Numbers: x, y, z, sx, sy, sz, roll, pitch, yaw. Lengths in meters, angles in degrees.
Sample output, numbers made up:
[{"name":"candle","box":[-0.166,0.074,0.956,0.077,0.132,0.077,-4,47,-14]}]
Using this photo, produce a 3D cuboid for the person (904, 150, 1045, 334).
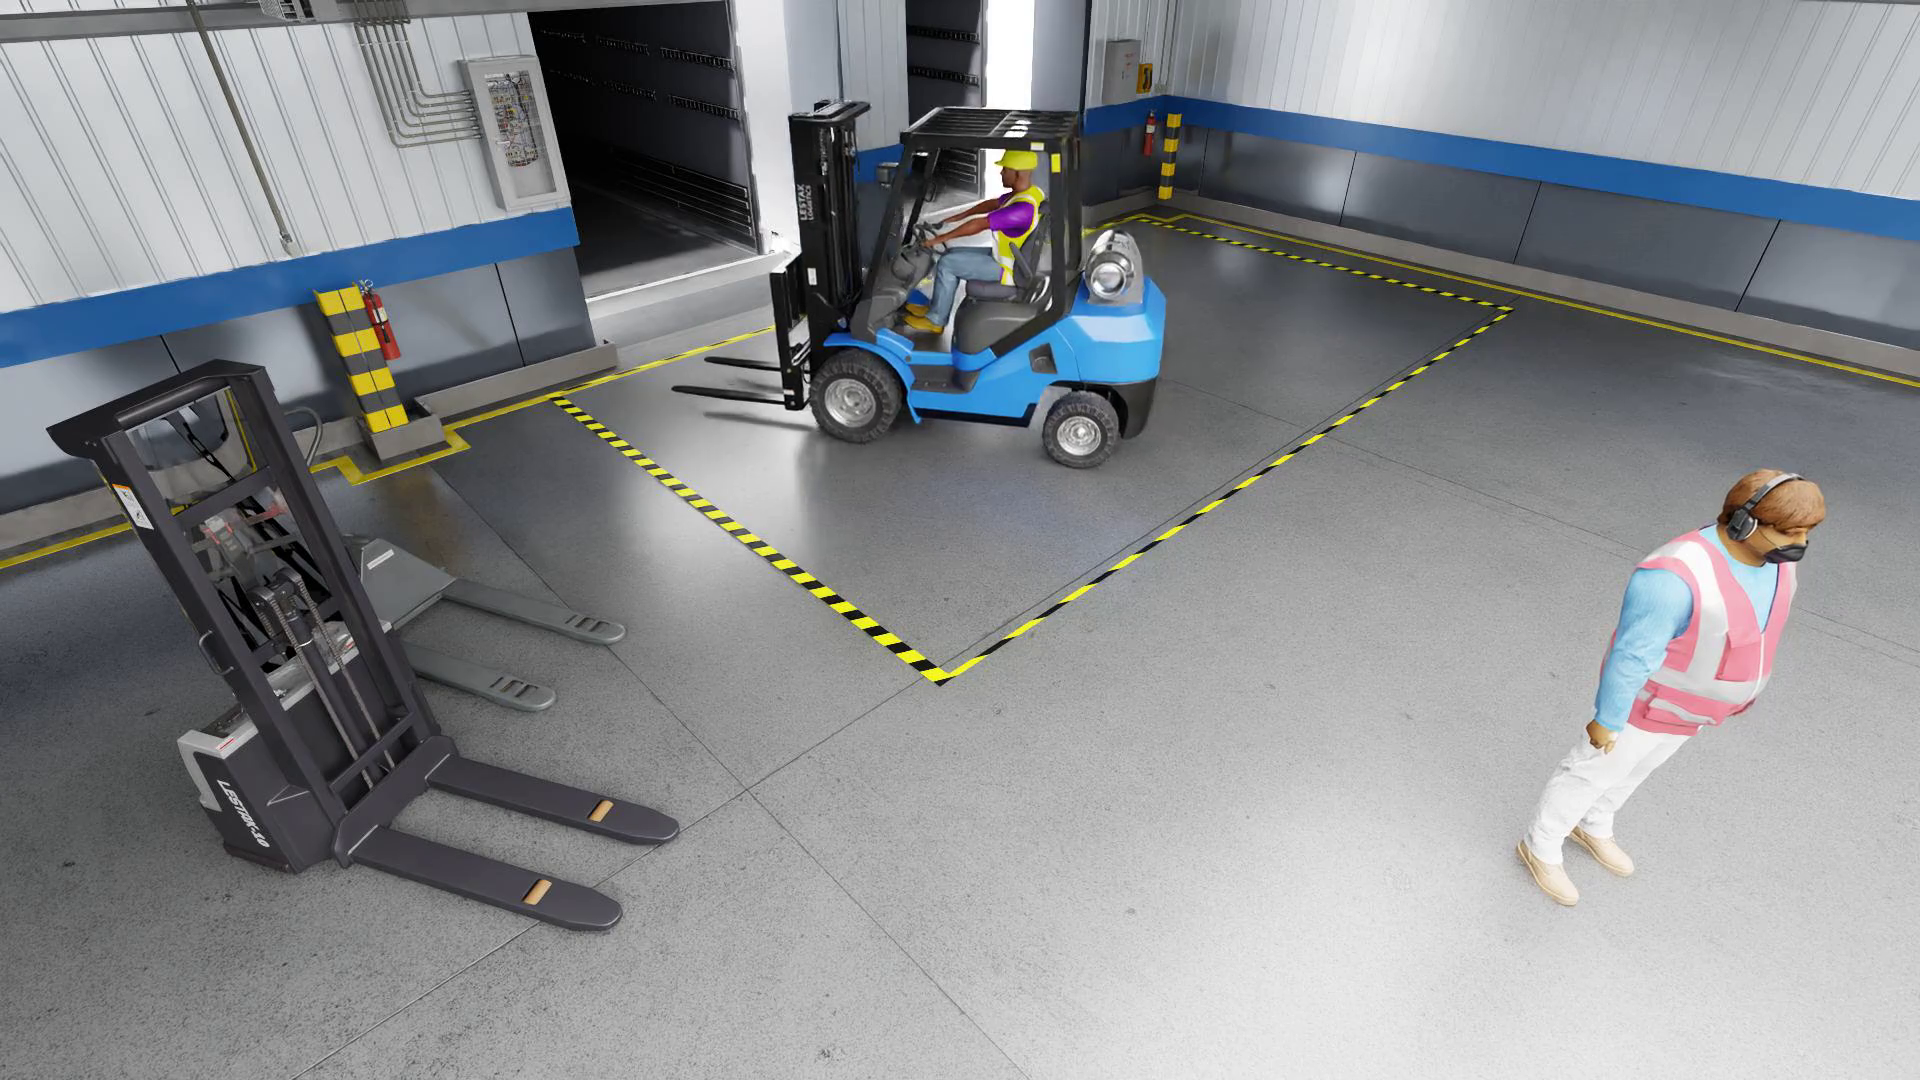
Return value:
[{"name":"person","box":[0.067,-2.091,6.401,1.004,1.294,0.635,7,35,10]}]

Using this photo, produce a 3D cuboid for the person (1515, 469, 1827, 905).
[{"name":"person","box":[2.513,0.568,3.276,0.632,1.842,0.429,-13,36,-19]}]

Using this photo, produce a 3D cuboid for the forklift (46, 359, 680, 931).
[{"name":"forklift","box":[-2.135,0.422,3.354,1.885,1.965,0.823,10,35,14]}]

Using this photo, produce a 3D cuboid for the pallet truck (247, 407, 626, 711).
[{"name":"pallet truck","box":[-2.628,0.038,4.590,1.601,1.201,0.680,12,36,18]}]

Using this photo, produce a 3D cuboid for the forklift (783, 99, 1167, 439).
[{"name":"forklift","box":[0.124,-1.925,6.489,2.680,2.036,1.157,7,35,10]}]
